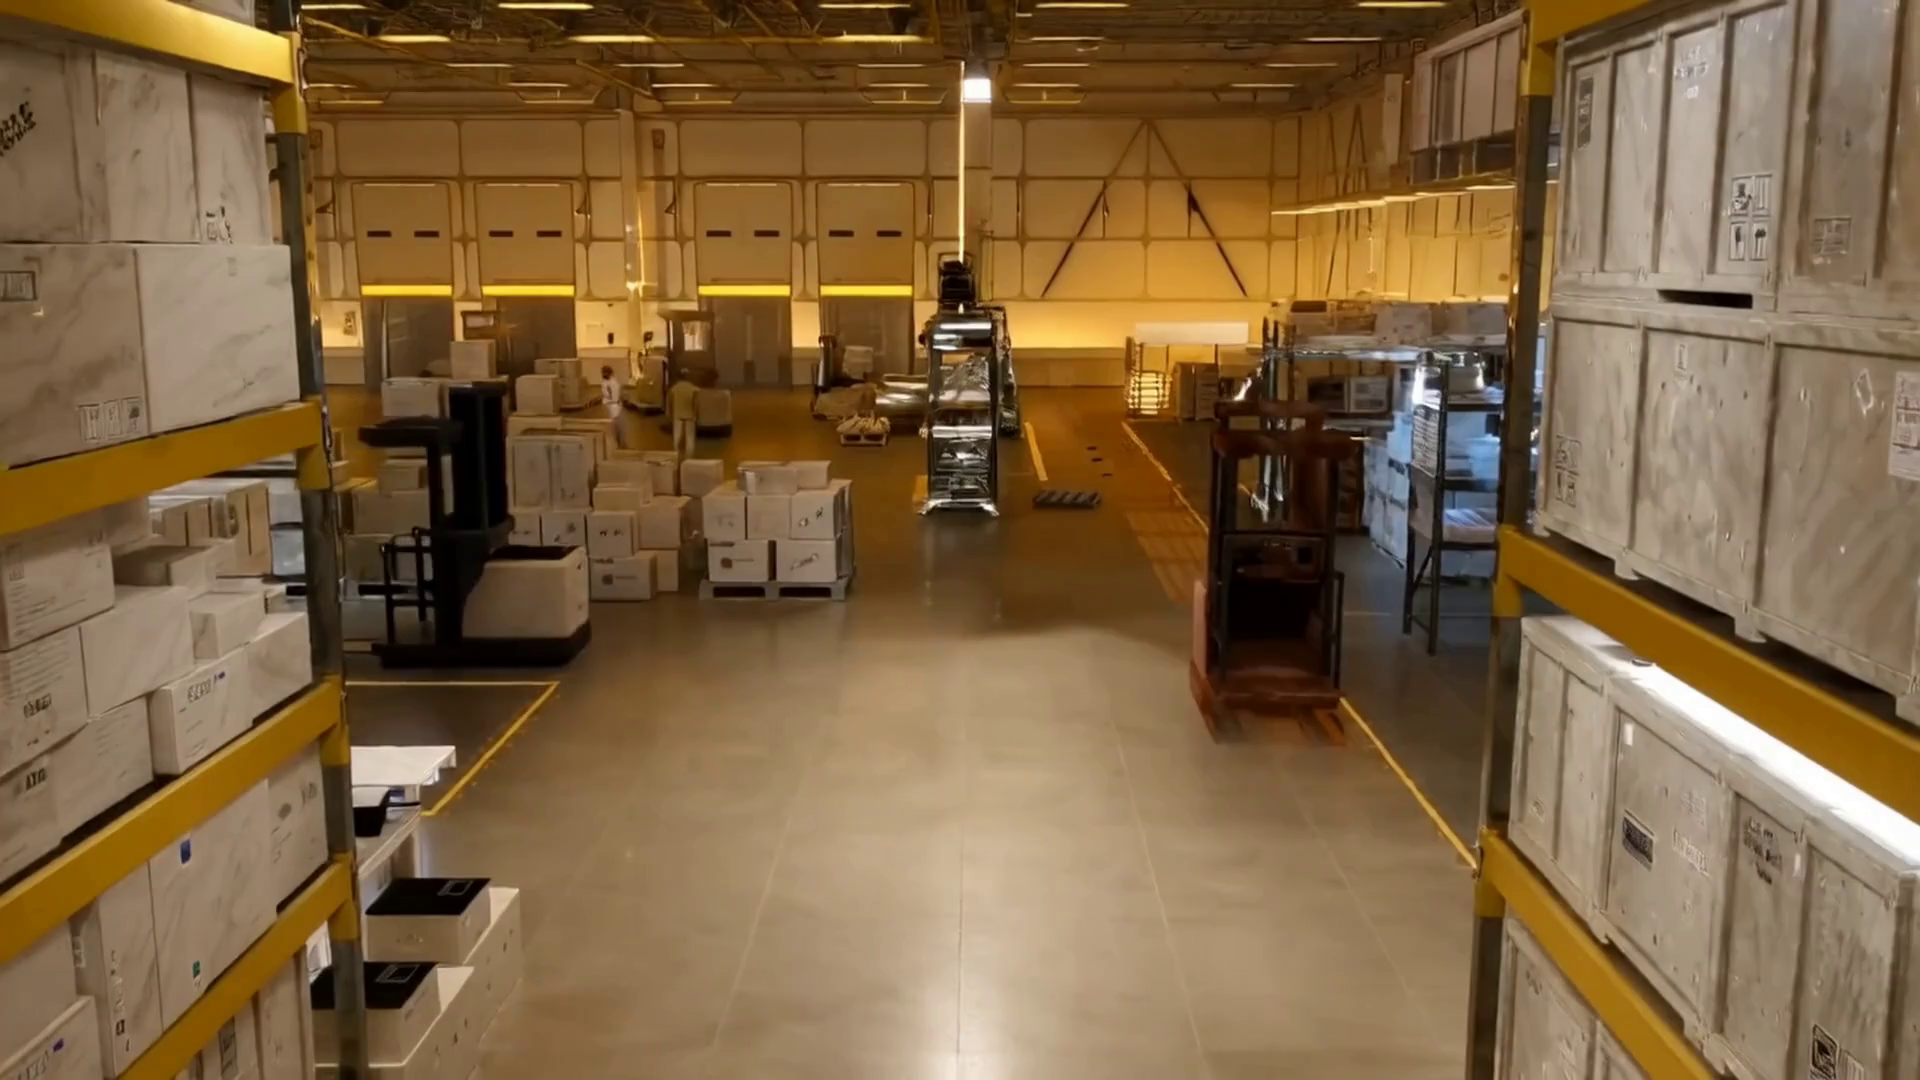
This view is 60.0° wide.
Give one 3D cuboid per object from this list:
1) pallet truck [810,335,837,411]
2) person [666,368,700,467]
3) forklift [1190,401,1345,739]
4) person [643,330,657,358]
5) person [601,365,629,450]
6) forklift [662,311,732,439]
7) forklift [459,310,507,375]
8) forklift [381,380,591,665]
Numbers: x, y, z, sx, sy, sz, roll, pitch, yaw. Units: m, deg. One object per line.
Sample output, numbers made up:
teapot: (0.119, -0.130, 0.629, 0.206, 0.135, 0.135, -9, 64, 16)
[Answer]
pallet truck: (-3.021, -4.312, 43.126, 1.885, 1.965, 0.823, 3, 10, 17)
person: (-5.289, -2.319, 31.824, 0.633, 1.933, 0.362, 0, 10, 1)
forklift: (2.699, 0.166, 14.742, 1.129, 2.768, 1.873, 0, 10, 1)
person: (-8.792, -4.979, 47.181, 0.388, 1.930, 0.544, -8, 12, -37)
person: (-7.049, -2.567, 33.384, 0.996, 1.881, 0.575, 5, 11, 26)
forklift: (-5.903, -3.726, 37.202, 1.129, 2.768, 1.873, -5, 11, -25)
forklift: (-10.776, -3.806, 37.658, 1.129, 2.768, 1.873, 0, 10, 1)
forklift: (-4.818, -0.202, 16.866, 1.873, 2.768, 1.129, 0, 10, 0)
